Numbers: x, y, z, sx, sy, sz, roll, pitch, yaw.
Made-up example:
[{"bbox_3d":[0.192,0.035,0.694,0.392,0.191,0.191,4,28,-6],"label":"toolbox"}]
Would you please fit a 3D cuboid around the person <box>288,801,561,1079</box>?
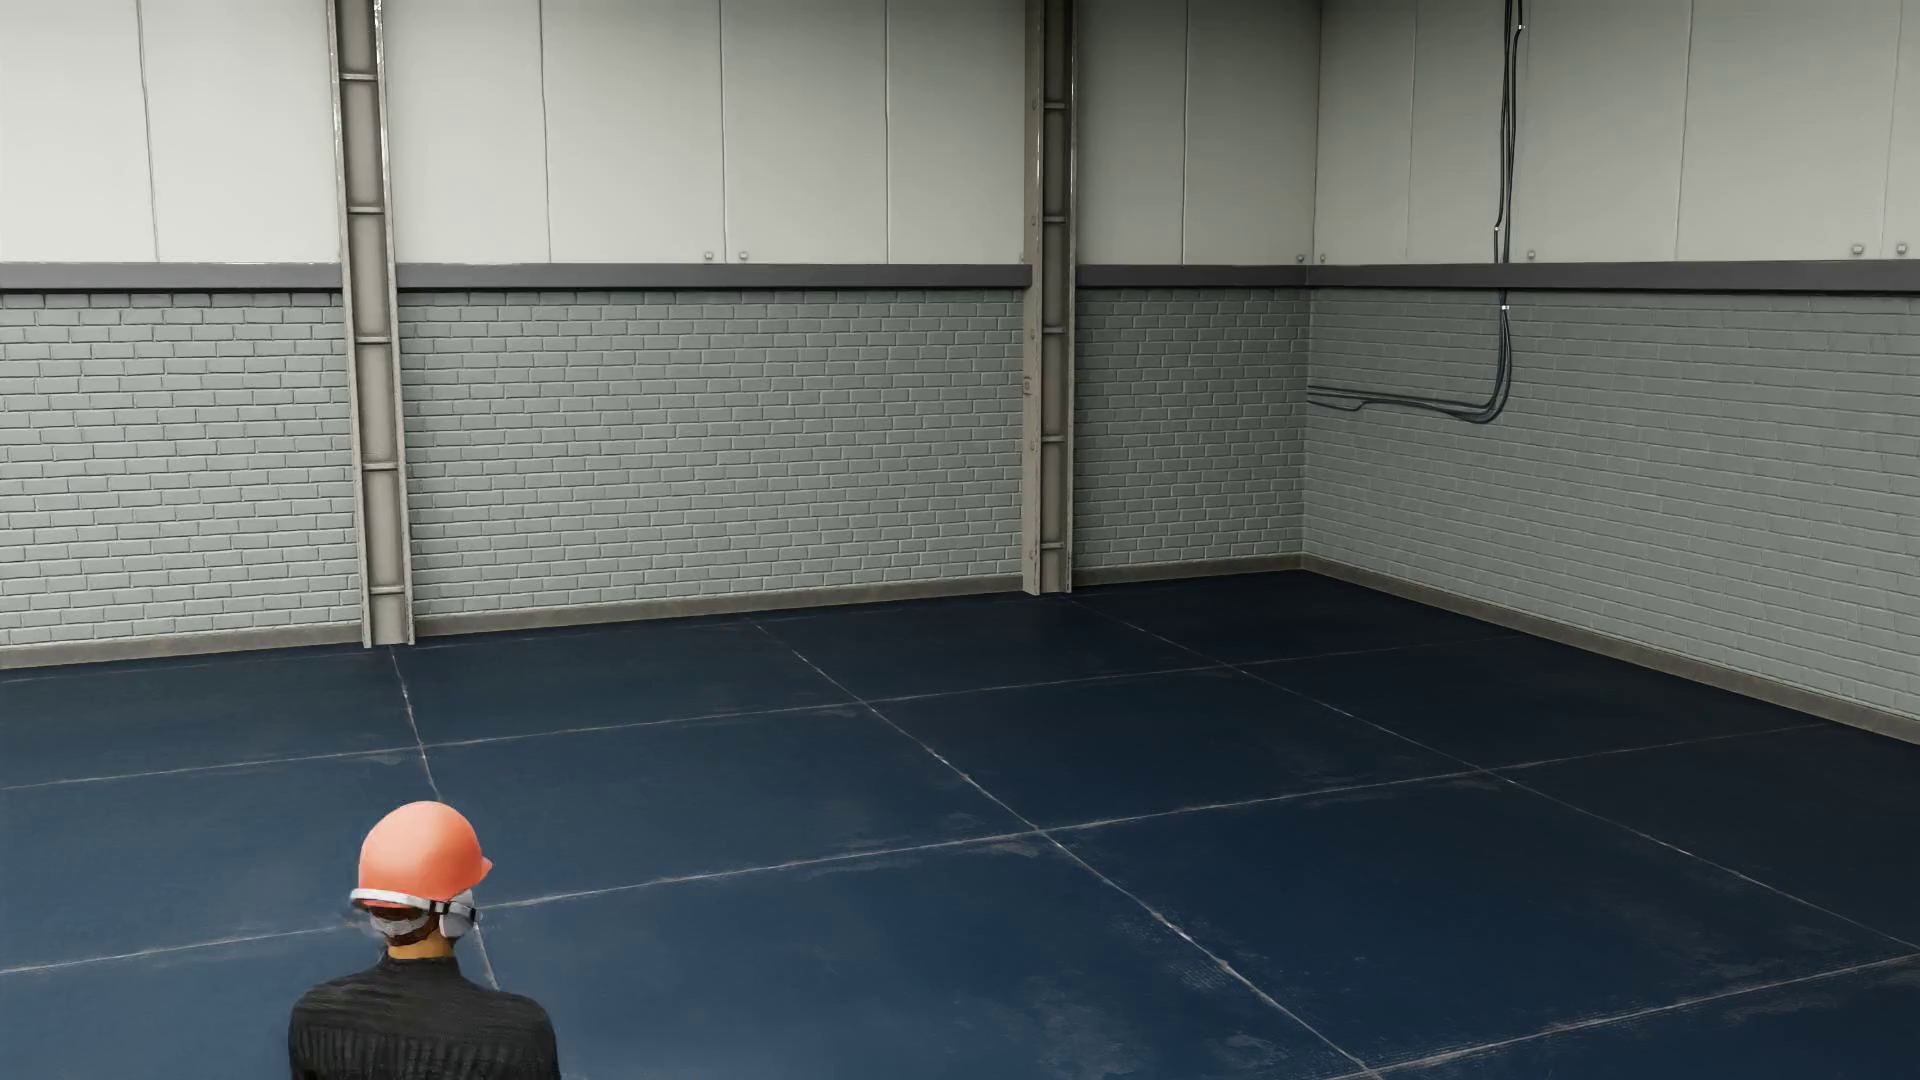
[{"bbox_3d":[-1.105,1.518,3.427,0.622,1.968,0.903,3,10,20],"label":"person"}]
